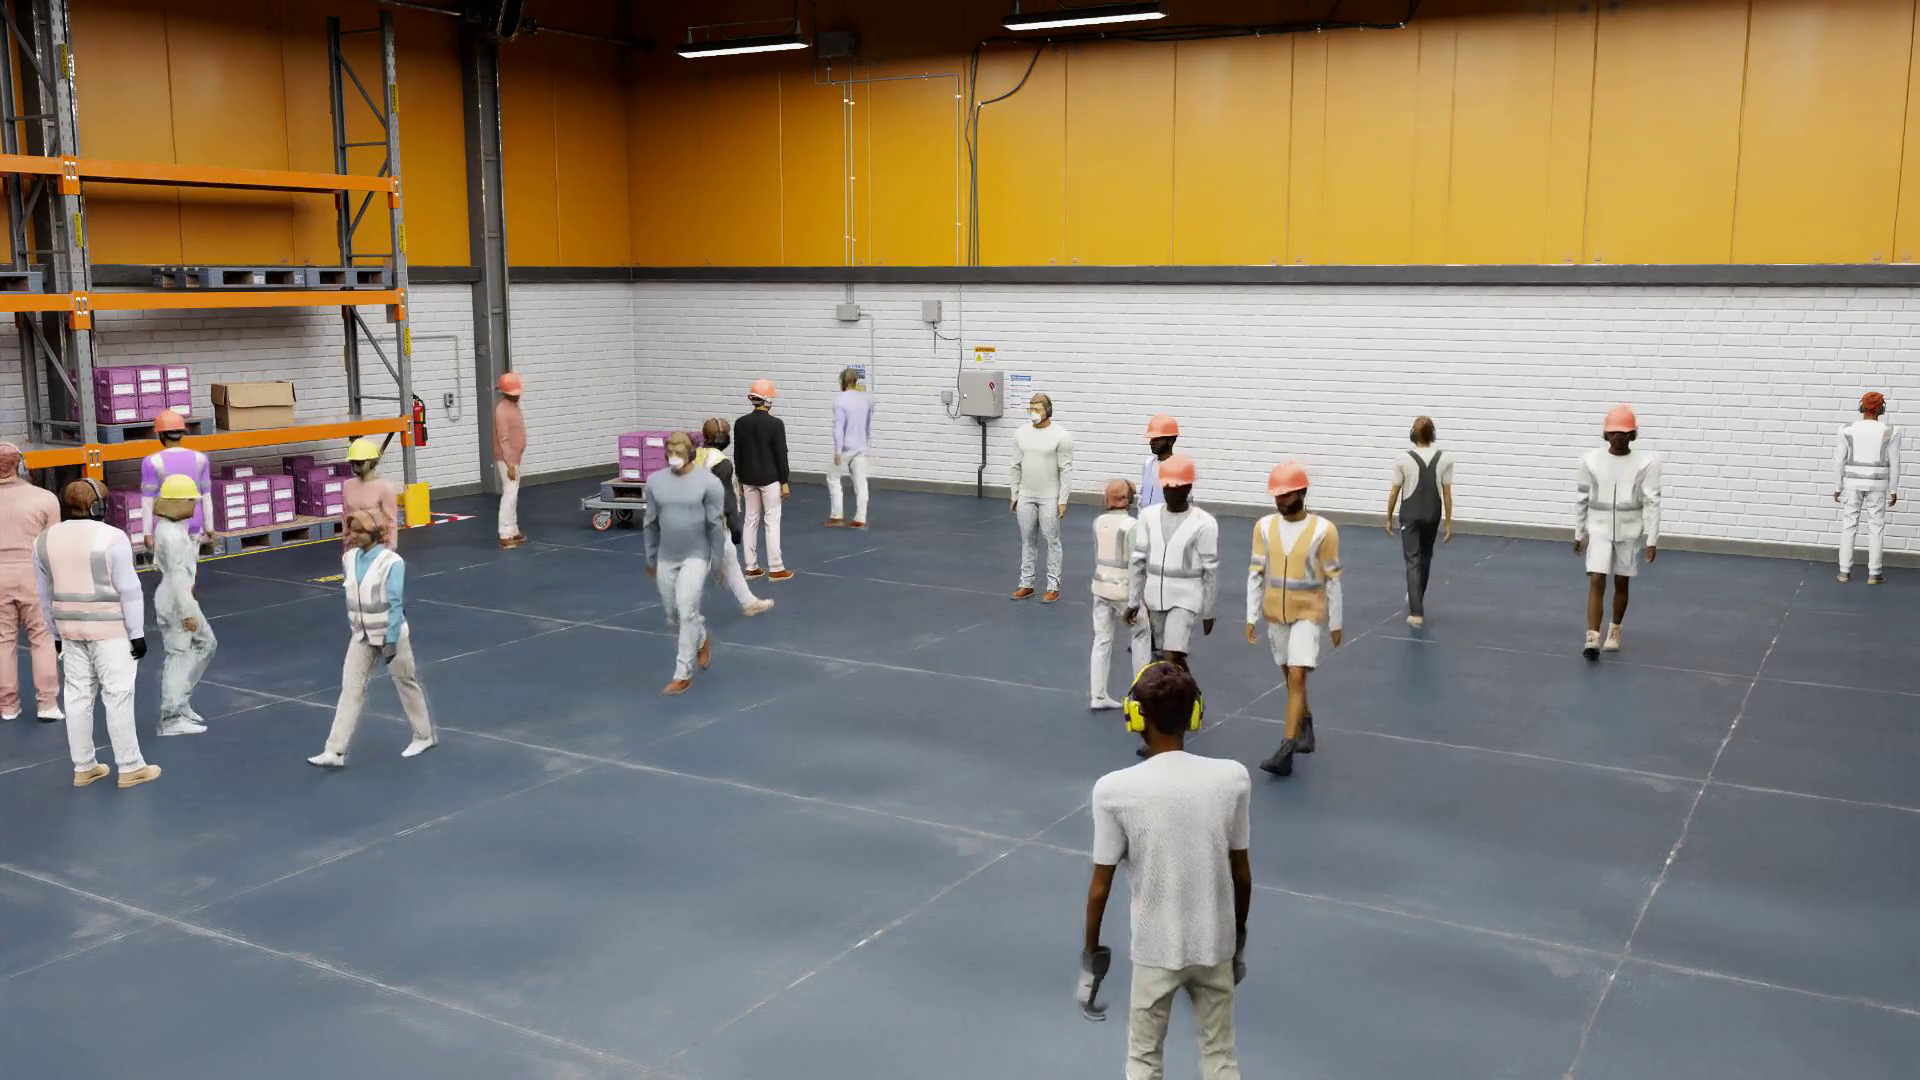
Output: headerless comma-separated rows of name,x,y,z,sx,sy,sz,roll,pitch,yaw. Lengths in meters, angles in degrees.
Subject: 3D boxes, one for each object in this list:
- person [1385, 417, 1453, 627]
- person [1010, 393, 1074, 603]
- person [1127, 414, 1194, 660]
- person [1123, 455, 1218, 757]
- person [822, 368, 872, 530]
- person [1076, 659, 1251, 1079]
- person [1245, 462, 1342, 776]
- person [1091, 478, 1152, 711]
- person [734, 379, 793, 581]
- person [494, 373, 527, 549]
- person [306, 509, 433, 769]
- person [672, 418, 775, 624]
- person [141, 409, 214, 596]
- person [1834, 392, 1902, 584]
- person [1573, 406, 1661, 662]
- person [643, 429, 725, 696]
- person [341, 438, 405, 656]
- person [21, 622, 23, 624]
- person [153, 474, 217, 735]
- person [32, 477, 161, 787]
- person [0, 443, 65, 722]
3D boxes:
person,3.996,-0.180,14.527,0.524,1.792,0.943,0,9,-1
person,0.738,-0.387,15.356,0.632,1.940,0.372,5,10,30
person,1.587,-0.029,13.121,0.354,1.939,0.544,-7,12,-38
person,1.393,0.381,10.749,0.550,1.893,1.011,7,11,36
person,-1.368,-1.081,19.737,0.713,1.917,0.664,8,12,40
person,0.653,1.295,5.125,0.605,1.850,0.473,-1,9,-6
person,2.050,0.459,10.264,0.566,1.881,0.969,6,11,33
person,1.156,0.376,11.583,0.693,1.604,0.540,-6,11,-34
person,-1.941,-0.589,16.439,0.608,1.996,0.380,5,10,28
person,-4.972,-0.894,18.524,0.394,1.950,0.762,0,9,-1
person,-3.611,0.608,10.215,0.531,1.594,0.843,5,10,26
person,-2.092,-0.165,14.421,0.986,1.791,0.645,-5,10,-28
person,-6.545,-0.145,13.932,0.836,1.913,0.556,9,13,43
person,8.880,-0.510,16.300,0.573,1.883,0.356,6,11,34
person,5.132,-0.042,13.029,0.637,1.988,1.026,4,10,25
person,-2.002,0.127,12.243,0.635,1.916,0.854,3,10,17
person,-4.635,0.053,13.172,0.539,1.748,0.573,4,10,23
person,-8.219,-0.143,13.946,0.606,1.910,0.964,5,10,27
person,-5.107,0.427,10.913,0.416,1.725,0.519,-5,10,-26
person,-5.086,0.547,9.824,0.619,1.845,0.430,1,9,9
person,-6.372,0.311,11.215,0.681,1.915,0.583,-3,9,-16
